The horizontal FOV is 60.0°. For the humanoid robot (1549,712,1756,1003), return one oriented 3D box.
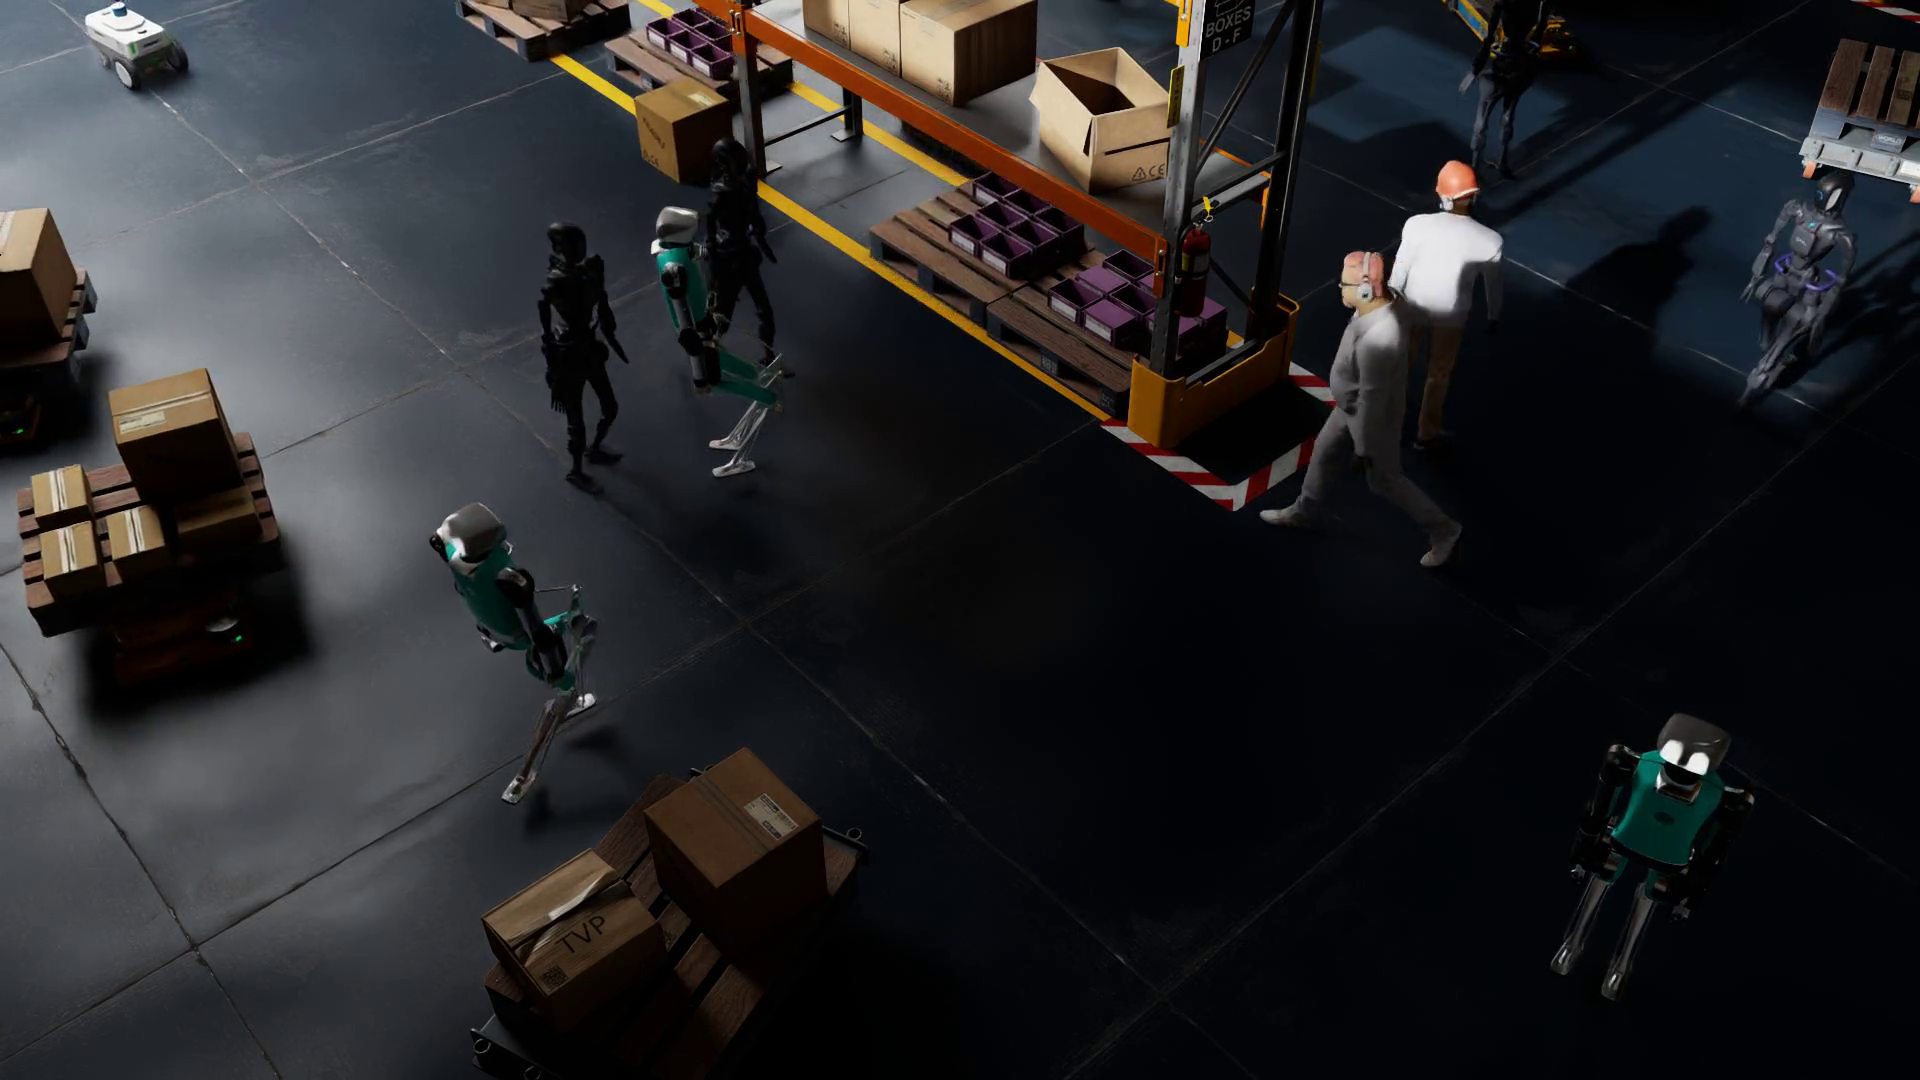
[{"bbox_3d":[2.753,1.185,6.649,0.533,1.697,0.721,21,47,21],"label":"humanoid robot"}]

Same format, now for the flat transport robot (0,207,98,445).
[{"bbox_3d":[-5.968,-1.057,10.244,0.659,0.231,1.431,-10,43,-10],"label":"flat transport robot"}]

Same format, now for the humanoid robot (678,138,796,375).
[{"bbox_3d":[-1.388,-1.697,9.928,0.709,1.635,0.612,18,45,18],"label":"humanoid robot"}]

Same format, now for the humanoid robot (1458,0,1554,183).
[{"bbox_3d":[3.820,-3.320,11.657,0.600,1.652,0.333,-19,46,-19],"label":"humanoid robot"}]

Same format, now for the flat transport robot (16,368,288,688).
[{"bbox_3d":[-4.252,0.165,8.916,0.659,0.231,1.431,-18,46,-19],"label":"flat transport robot"}]

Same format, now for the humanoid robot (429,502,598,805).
[{"bbox_3d":[-1.886,0.401,7.564,0.575,1.725,0.981,26,48,25],"label":"humanoid robot"}]

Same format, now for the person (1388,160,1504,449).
[{"bbox_3d":[2.781,-1.377,9.525,0.633,1.707,0.712,16,45,17],"label":"person"}]

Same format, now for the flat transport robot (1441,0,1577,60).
[{"bbox_3d":[4.531,-4.397,13.877,0.659,0.231,1.431,-7,43,-8],"label":"flat transport robot"}]

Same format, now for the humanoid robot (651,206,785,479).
[{"bbox_3d":[-1.233,-1.069,9.074,0.735,1.677,0.533,-4,43,-4],"label":"humanoid robot"}]

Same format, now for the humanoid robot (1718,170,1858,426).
[{"bbox_3d":[4.880,-1.440,9.660,0.761,1.636,0.584,-23,47,-23],"label":"humanoid robot"}]

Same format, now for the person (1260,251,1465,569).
[{"bbox_3d":[2.220,-0.661,8.661,1.016,1.842,0.662,8,43,9],"label":"person"}]

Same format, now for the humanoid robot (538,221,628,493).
[{"bbox_3d":[-2.097,-1.022,9.168,0.317,1.640,0.589,18,46,18],"label":"humanoid robot"}]

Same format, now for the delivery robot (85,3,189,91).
[{"bbox_3d":[-6.556,-3.938,13.180,0.807,0.613,0.499,29,50,28],"label":"delivery robot"}]
